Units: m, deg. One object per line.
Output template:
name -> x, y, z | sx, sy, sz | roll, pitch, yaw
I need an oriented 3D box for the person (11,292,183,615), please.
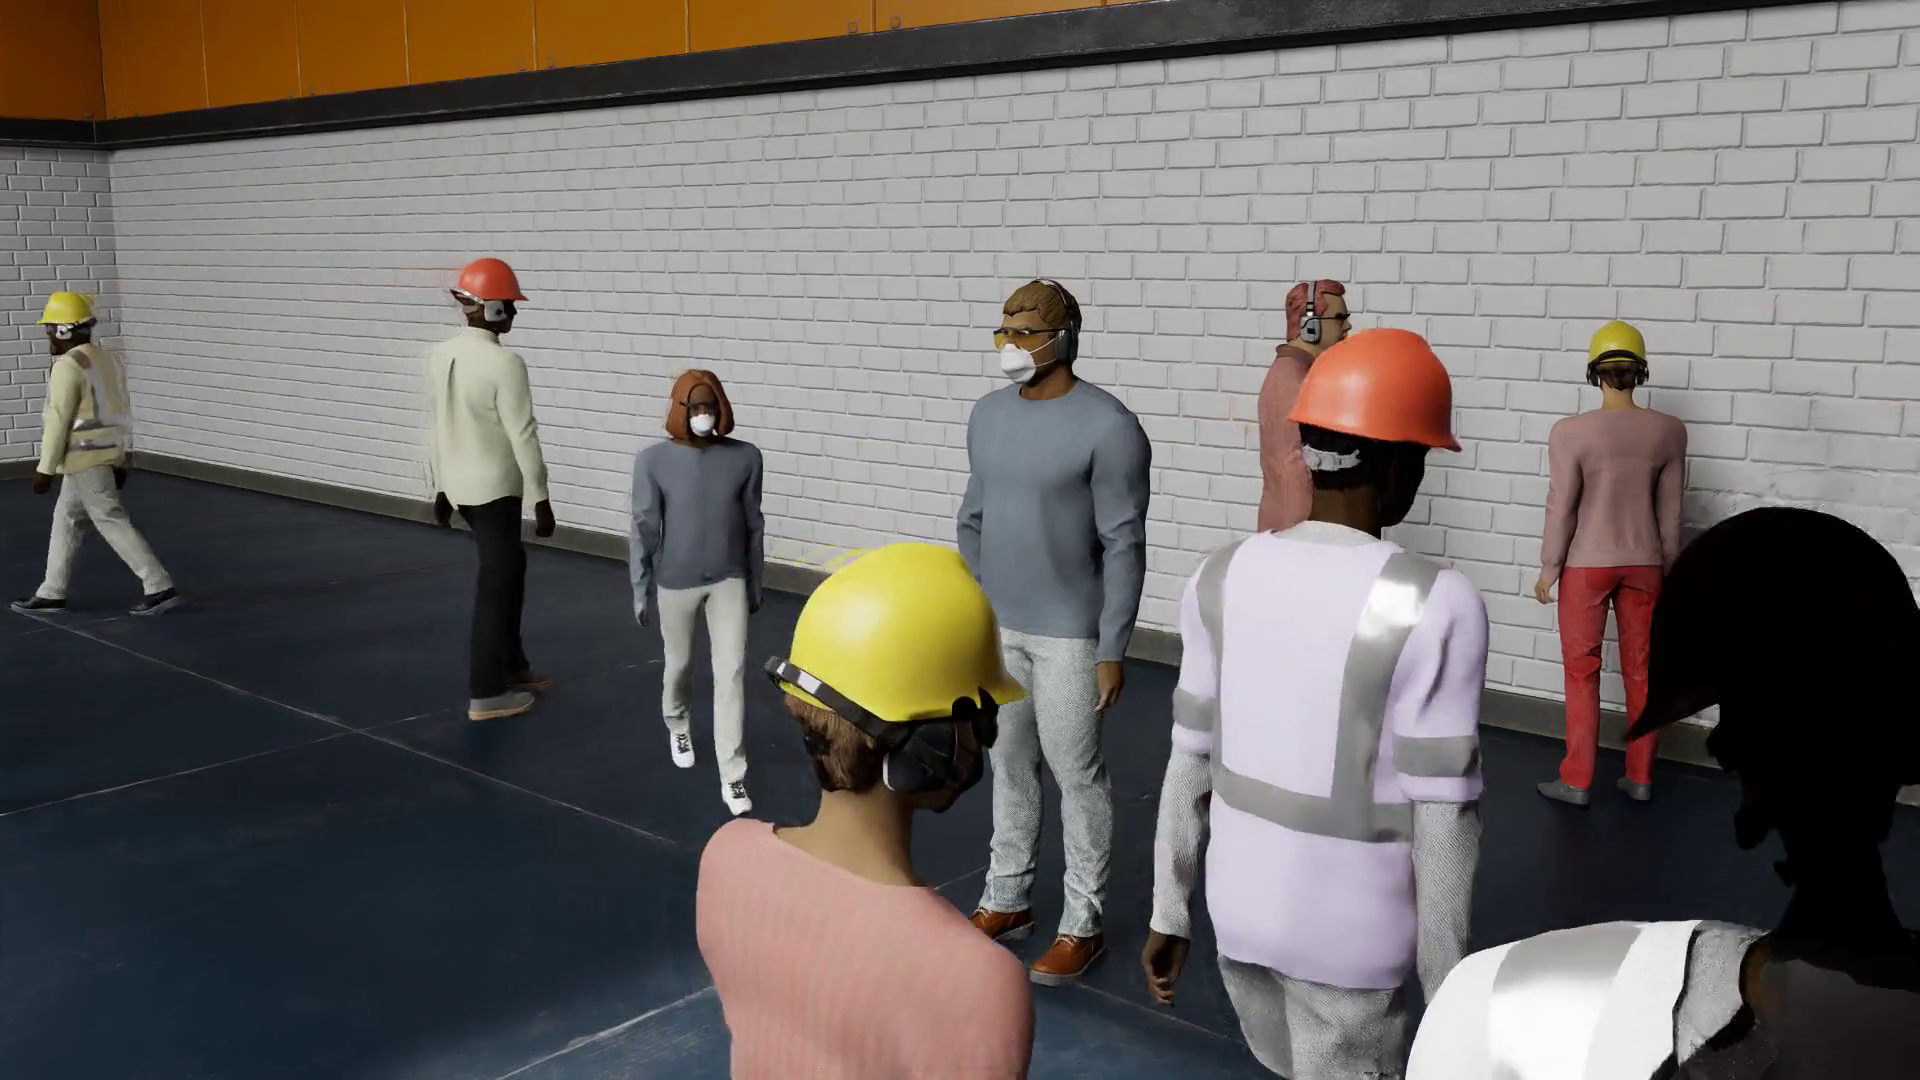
person -> -4.763, -0.458, 9.106 | 0.923, 1.790, 0.593 | -2, 10, -10

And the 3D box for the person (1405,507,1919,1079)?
person -> 0.489, 0.894, 1.044 | 0.562, 1.908, 0.631 | 8, 12, 37

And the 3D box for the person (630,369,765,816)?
person -> -0.981, 0.149, 6.211 | 0.516, 1.590, 0.857 | -3, 11, -19

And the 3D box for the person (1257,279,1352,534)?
person -> 1.295, -0.002, 6.170 | 0.406, 1.911, 0.636 | 2, 10, 10

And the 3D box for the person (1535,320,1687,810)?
person -> 2.338, 0.096, 6.022 | 0.531, 1.765, 0.324 | -1, 10, -8

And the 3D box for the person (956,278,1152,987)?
person -> 0.228, 0.255, 4.618 | 0.627, 1.940, 0.372 | 9, 14, 42

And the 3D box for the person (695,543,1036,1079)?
person -> -0.062, 0.851, 1.852 | 0.527, 1.721, 0.902 | 9, 14, 43

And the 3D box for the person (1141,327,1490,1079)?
person -> 0.507, 0.619, 2.659 | 0.814, 1.911, 0.556 | -8, 13, -38

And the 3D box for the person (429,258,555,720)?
person -> -1.949, -0.228, 7.260 | 0.661, 1.973, 0.686 | 9, 13, 41
